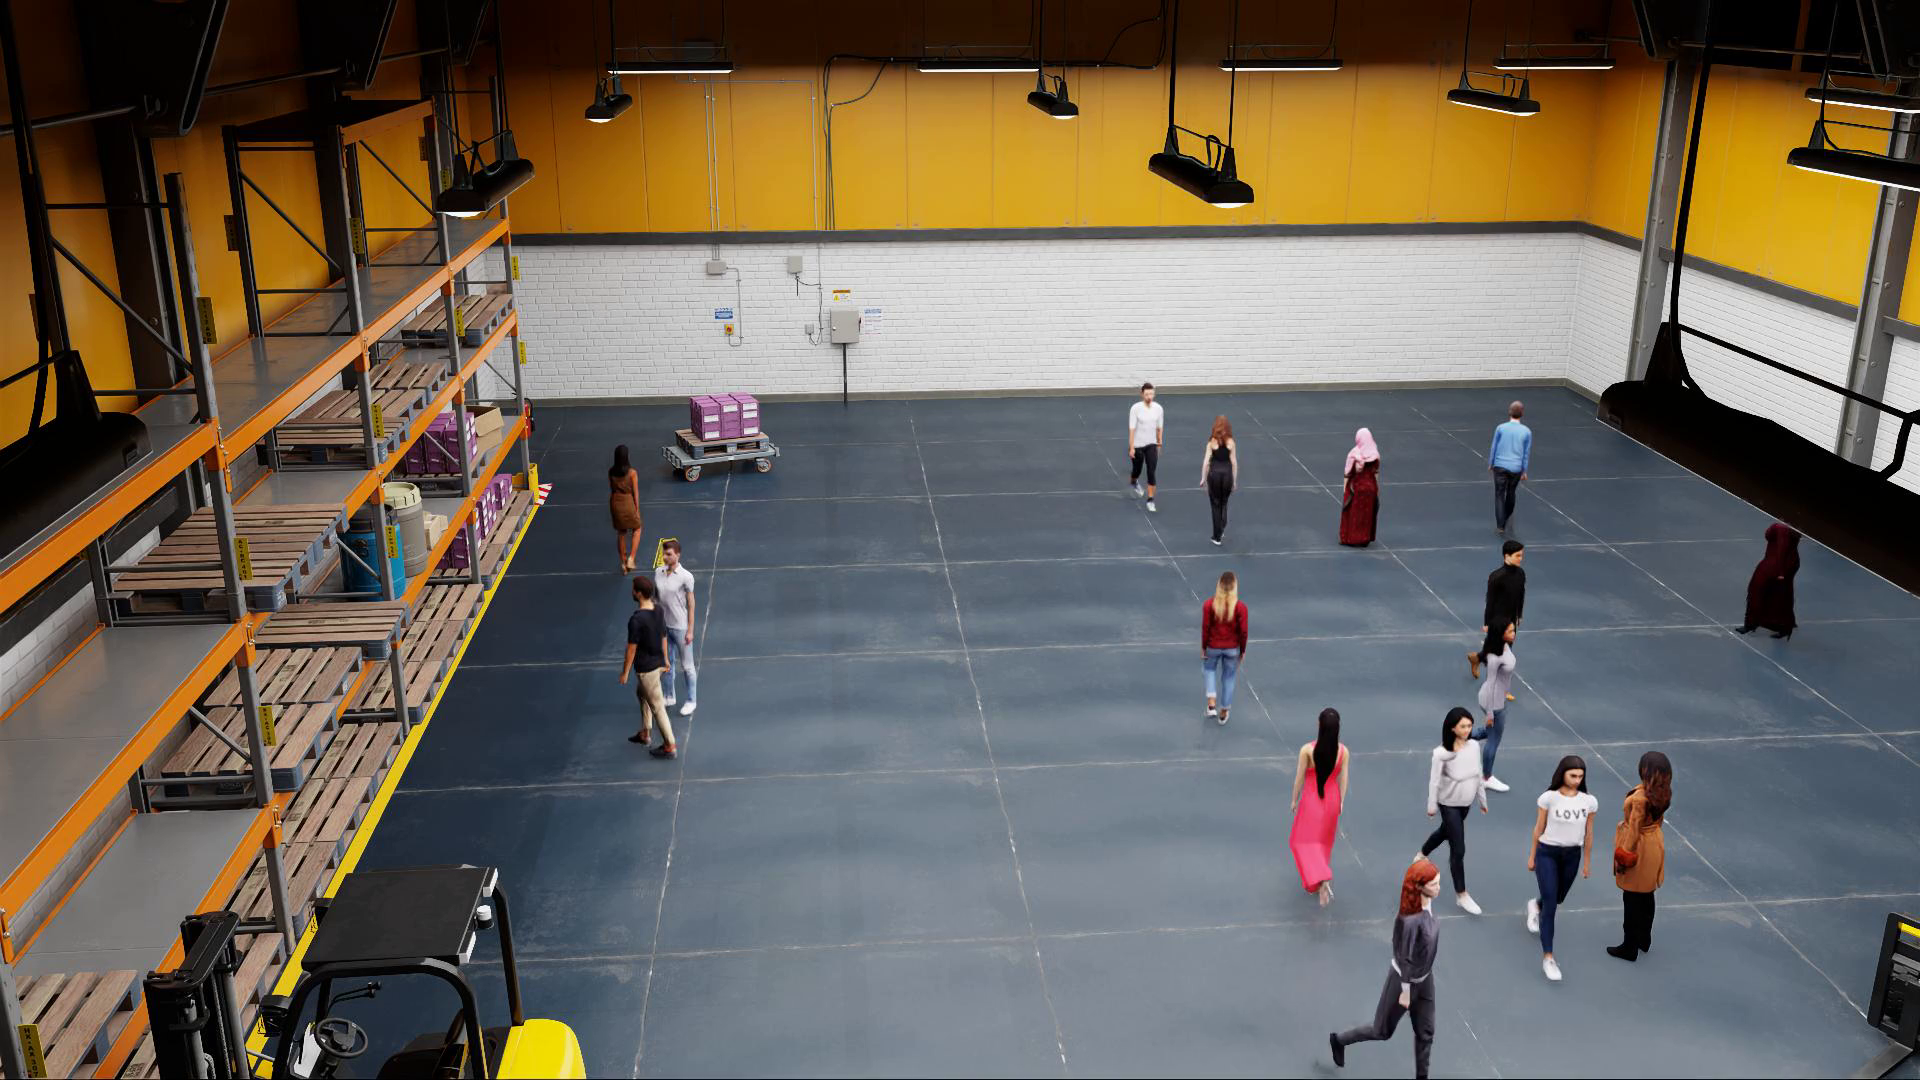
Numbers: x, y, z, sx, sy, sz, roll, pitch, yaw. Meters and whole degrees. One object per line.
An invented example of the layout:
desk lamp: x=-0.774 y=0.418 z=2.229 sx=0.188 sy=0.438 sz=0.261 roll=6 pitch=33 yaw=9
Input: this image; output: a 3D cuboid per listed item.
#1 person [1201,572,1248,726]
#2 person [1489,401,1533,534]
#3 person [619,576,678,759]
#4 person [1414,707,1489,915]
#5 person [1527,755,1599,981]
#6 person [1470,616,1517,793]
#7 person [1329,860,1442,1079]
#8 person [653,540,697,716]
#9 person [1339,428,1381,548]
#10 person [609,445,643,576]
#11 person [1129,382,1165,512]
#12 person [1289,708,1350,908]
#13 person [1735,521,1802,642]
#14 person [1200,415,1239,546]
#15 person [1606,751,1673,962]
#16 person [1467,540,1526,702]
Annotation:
person: x=2.643 y=1.123 z=16.764 sx=0.676 sy=1.620 sz=0.684 roll=3 pitch=19 yaw=9
person: x=7.487 y=-0.964 z=22.728 sx=0.953 sy=1.771 sz=1.259 roll=6 pitch=19 yaw=16
person: x=-2.909 y=1.253 z=16.044 sx=0.884 sy=1.834 sz=0.891 roll=5 pitch=19 yaw=15
person: x=4.016 y=2.140 z=13.684 sx=0.915 sy=1.660 sz=1.182 roll=-10 pitch=21 yaw=-27
person: x=4.556 y=2.414 z=12.739 sx=0.684 sy=1.743 sz=1.138 roll=1 pitch=19 yaw=2
person: x=4.863 y=1.501 z=15.488 sx=0.940 sy=1.719 sz=0.942 roll=9 pitch=21 yaw=24
person: x=2.938 y=2.933 z=11.177 sx=1.057 sy=1.756 sz=1.073 roll=11 pitch=22 yaw=30
person: x=-2.935 y=0.882 z=17.120 sx=0.725 sy=1.851 sz=0.729 roll=9 pitch=21 yaw=26
person: x=5.352 y=-0.700 z=22.156 sx=0.669 sy=1.635 sz=0.596 roll=-1 pitch=19 yaw=-3
person: x=-4.280 y=-0.347 z=21.045 sx=0.643 sy=1.674 sz=0.654 roll=4 pitch=19 yaw=11
person: x=2.636 y=-1.368 z=23.854 sx=0.675 sy=1.816 sz=1.152 roll=-3 pitch=19 yaw=-9
person: x=2.918 y=2.197 z=13.444 sx=0.606 sy=1.704 sz=0.922 roll=-2 pitch=19 yaw=-6
person: x=9.426 y=0.332 z=18.929 sx=0.926 sy=1.739 sz=1.000 roll=-17 pitch=25 yaw=-41
person: x=3.511 y=-0.780 z=22.250 sx=0.610 sy=1.727 sz=0.659 roll=-4 pitch=19 yaw=-10
person: x=5.230 y=2.413 z=12.779 sx=0.783 sy=1.720 sz=0.795 roll=-15 pitch=23 yaw=-37
person: x=5.677 y=0.806 z=17.583 sx=0.919 sy=1.698 sz=1.106 roll=-11 pitch=21 yaw=-29
